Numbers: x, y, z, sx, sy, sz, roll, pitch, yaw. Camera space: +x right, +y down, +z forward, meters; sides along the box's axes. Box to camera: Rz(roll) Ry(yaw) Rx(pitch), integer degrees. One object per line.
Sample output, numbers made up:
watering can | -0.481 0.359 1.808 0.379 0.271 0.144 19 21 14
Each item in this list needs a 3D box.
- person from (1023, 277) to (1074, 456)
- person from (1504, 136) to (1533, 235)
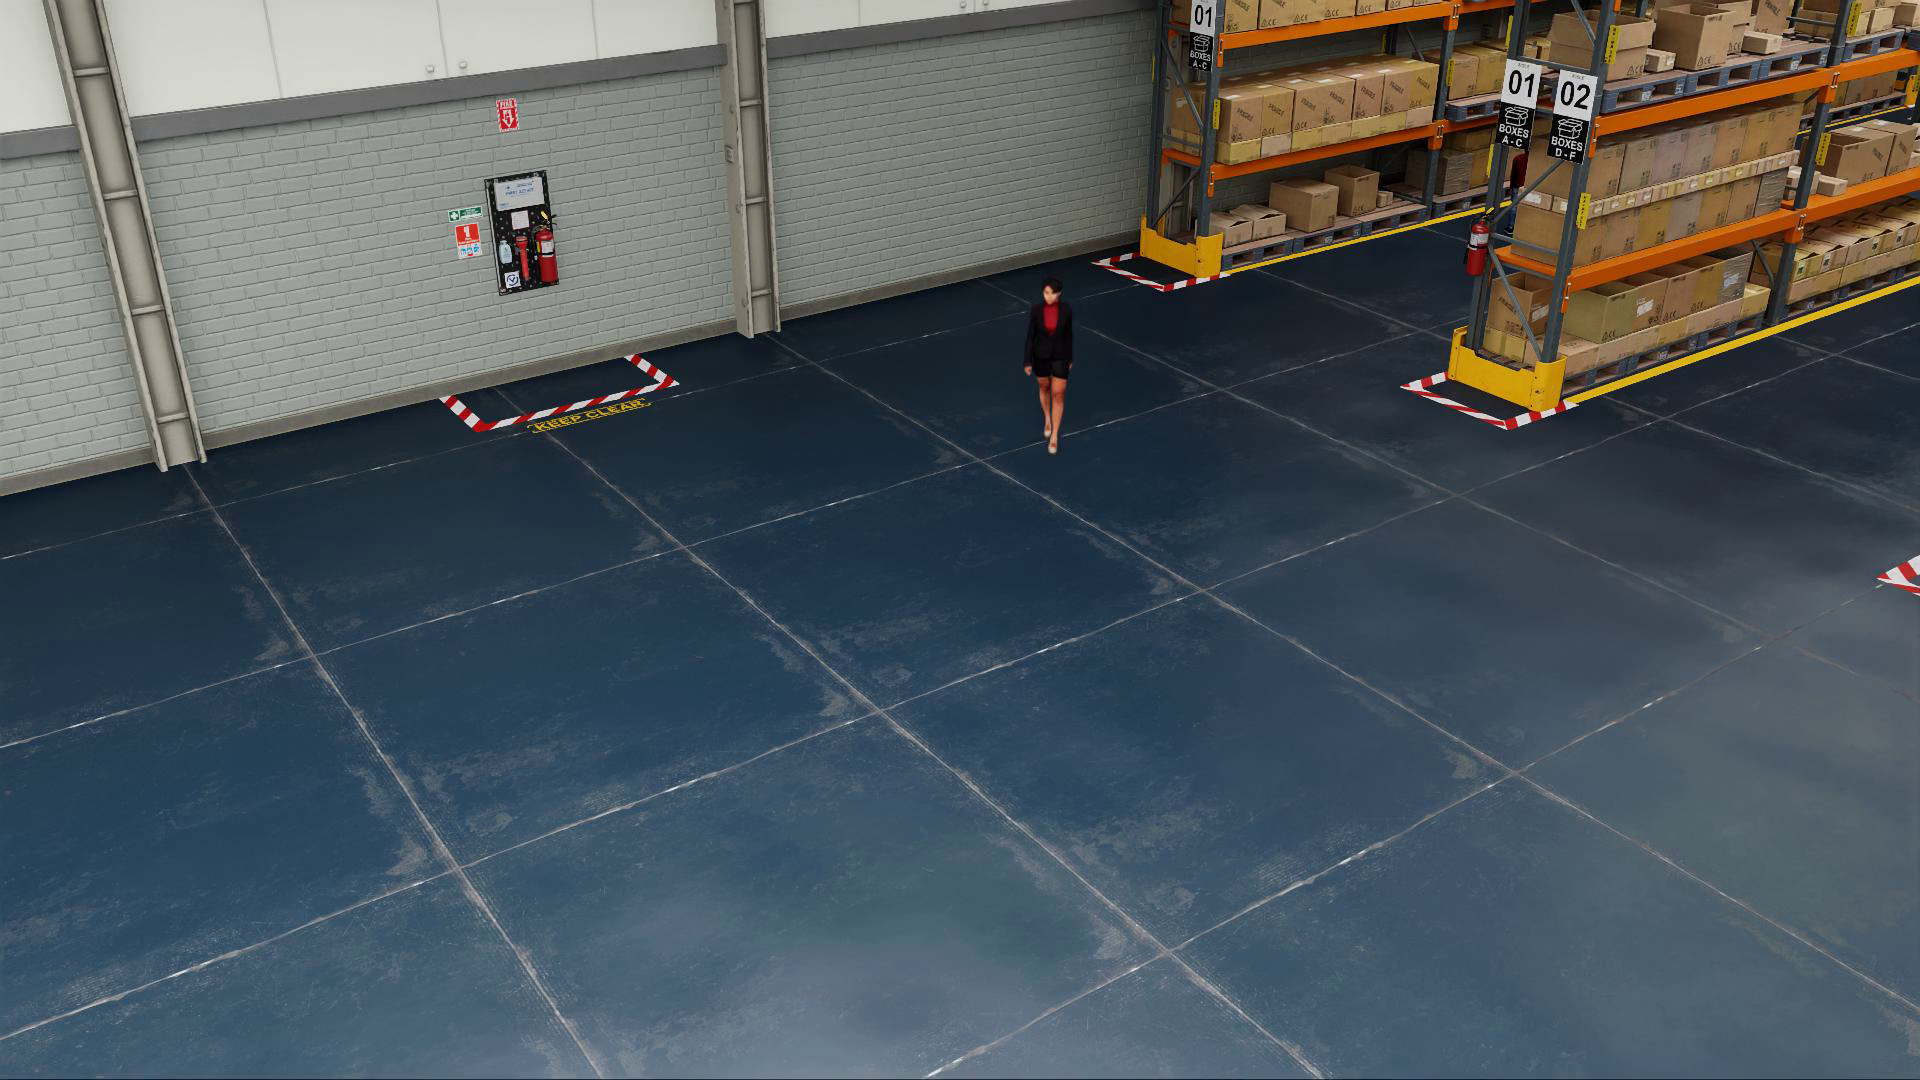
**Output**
person | 0.827 -1.628 15.207 1.008 1.602 1.046 3 27 6
person | 7.197 -4.529 21.219 0.580 1.255 0.638 5 28 10
